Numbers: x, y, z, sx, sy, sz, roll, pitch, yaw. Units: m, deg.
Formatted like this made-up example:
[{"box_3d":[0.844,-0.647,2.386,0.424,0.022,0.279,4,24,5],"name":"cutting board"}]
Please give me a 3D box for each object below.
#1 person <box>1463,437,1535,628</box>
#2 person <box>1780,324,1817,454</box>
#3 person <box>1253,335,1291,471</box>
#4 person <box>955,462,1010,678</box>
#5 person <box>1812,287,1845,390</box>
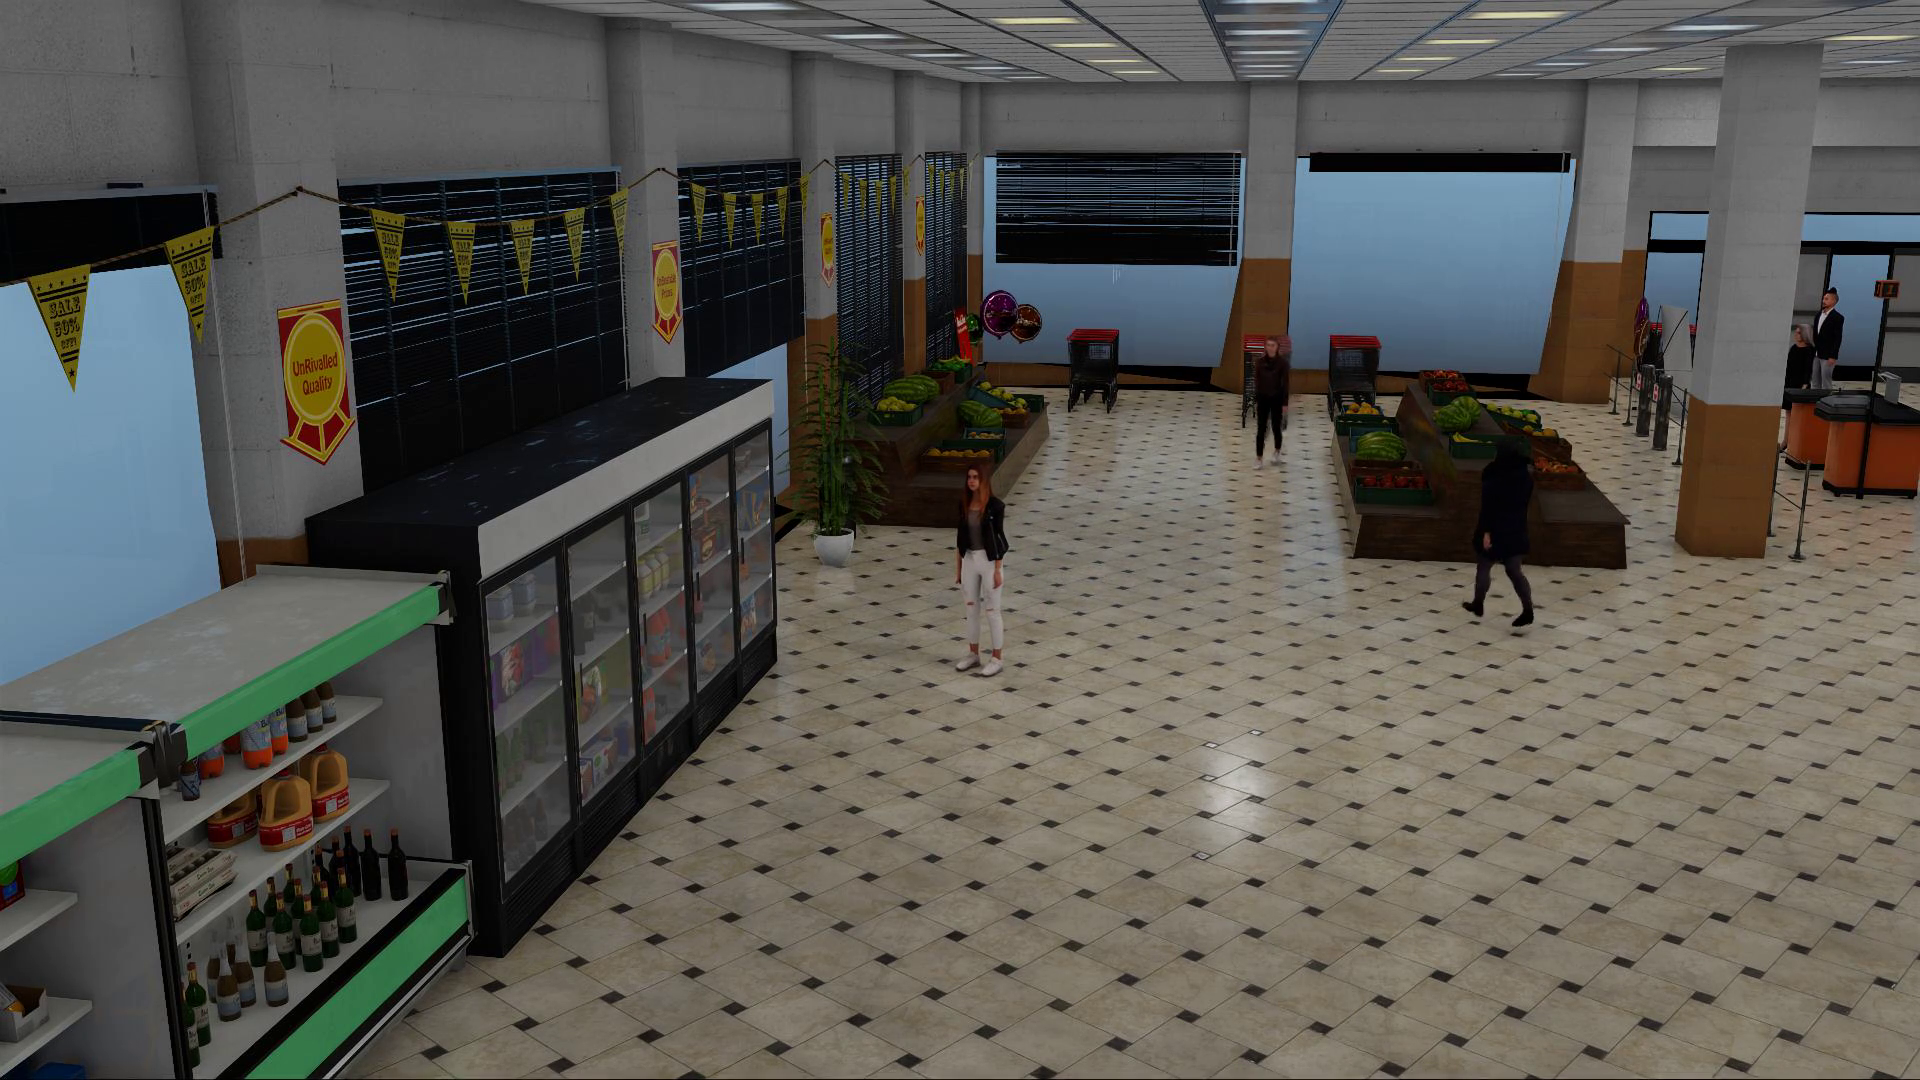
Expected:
[{"box_3d":[4.709,-0.040,14.236,1.012,1.640,1.191,-5,15,-21],"name":"person"},{"box_3d":[11.115,-2.003,22.102,0.736,1.747,0.619,-3,14,-10],"name":"person"},{"box_3d":[4.012,-1.764,21.266,0.782,1.677,1.033,6,15,25],"name":"person"},{"box_3d":[0.177,0.213,13.066,0.655,1.699,0.642,8,16,30],"name":"person"},{"box_3d":[13.077,-2.844,25.140,0.851,1.950,0.682,-3,14,-13],"name":"person"}]
